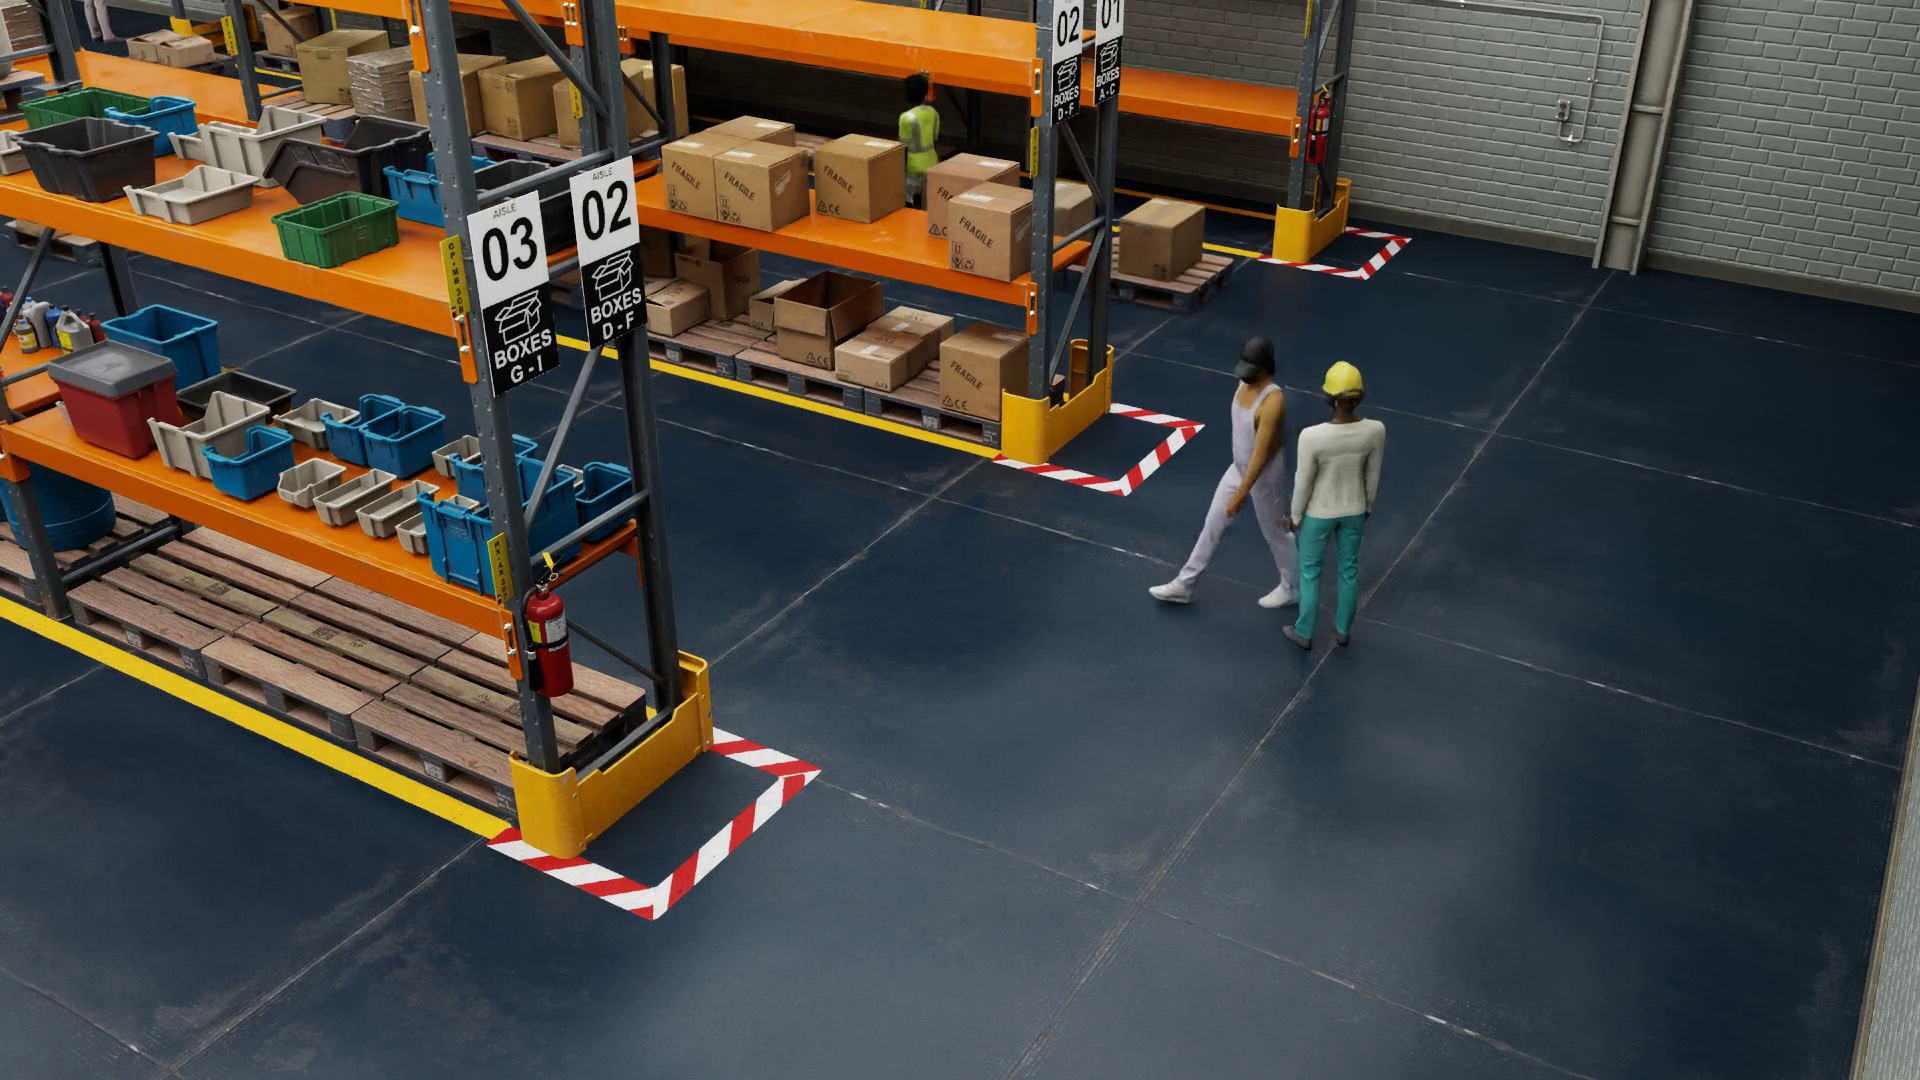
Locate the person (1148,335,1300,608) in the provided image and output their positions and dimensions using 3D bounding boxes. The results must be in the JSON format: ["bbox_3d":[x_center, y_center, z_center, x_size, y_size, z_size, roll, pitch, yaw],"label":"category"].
[{"bbox_3d":[1.667,-0.369,9.727,0.978,1.796,0.508,-10,31,-17],"label":"person"}]

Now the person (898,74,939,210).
[{"bbox_3d":[-0.353,-3.441,15.351,0.462,1.678,0.543,17,34,28],"label":"person"}]

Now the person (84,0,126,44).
[{"bbox_3d":[-12.089,-7.839,23.079,0.563,1.844,0.385,16,33,26],"label":"person"}]

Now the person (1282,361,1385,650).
[{"bbox_3d":[2.106,-0.175,9.419,0.538,1.762,0.322,-7,30,-12],"label":"person"}]

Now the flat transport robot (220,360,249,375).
[{"bbox_3d":[-6.178,-1.251,12.878,1.431,0.231,0.659,18,34,29],"label":"flat transport robot"}]
